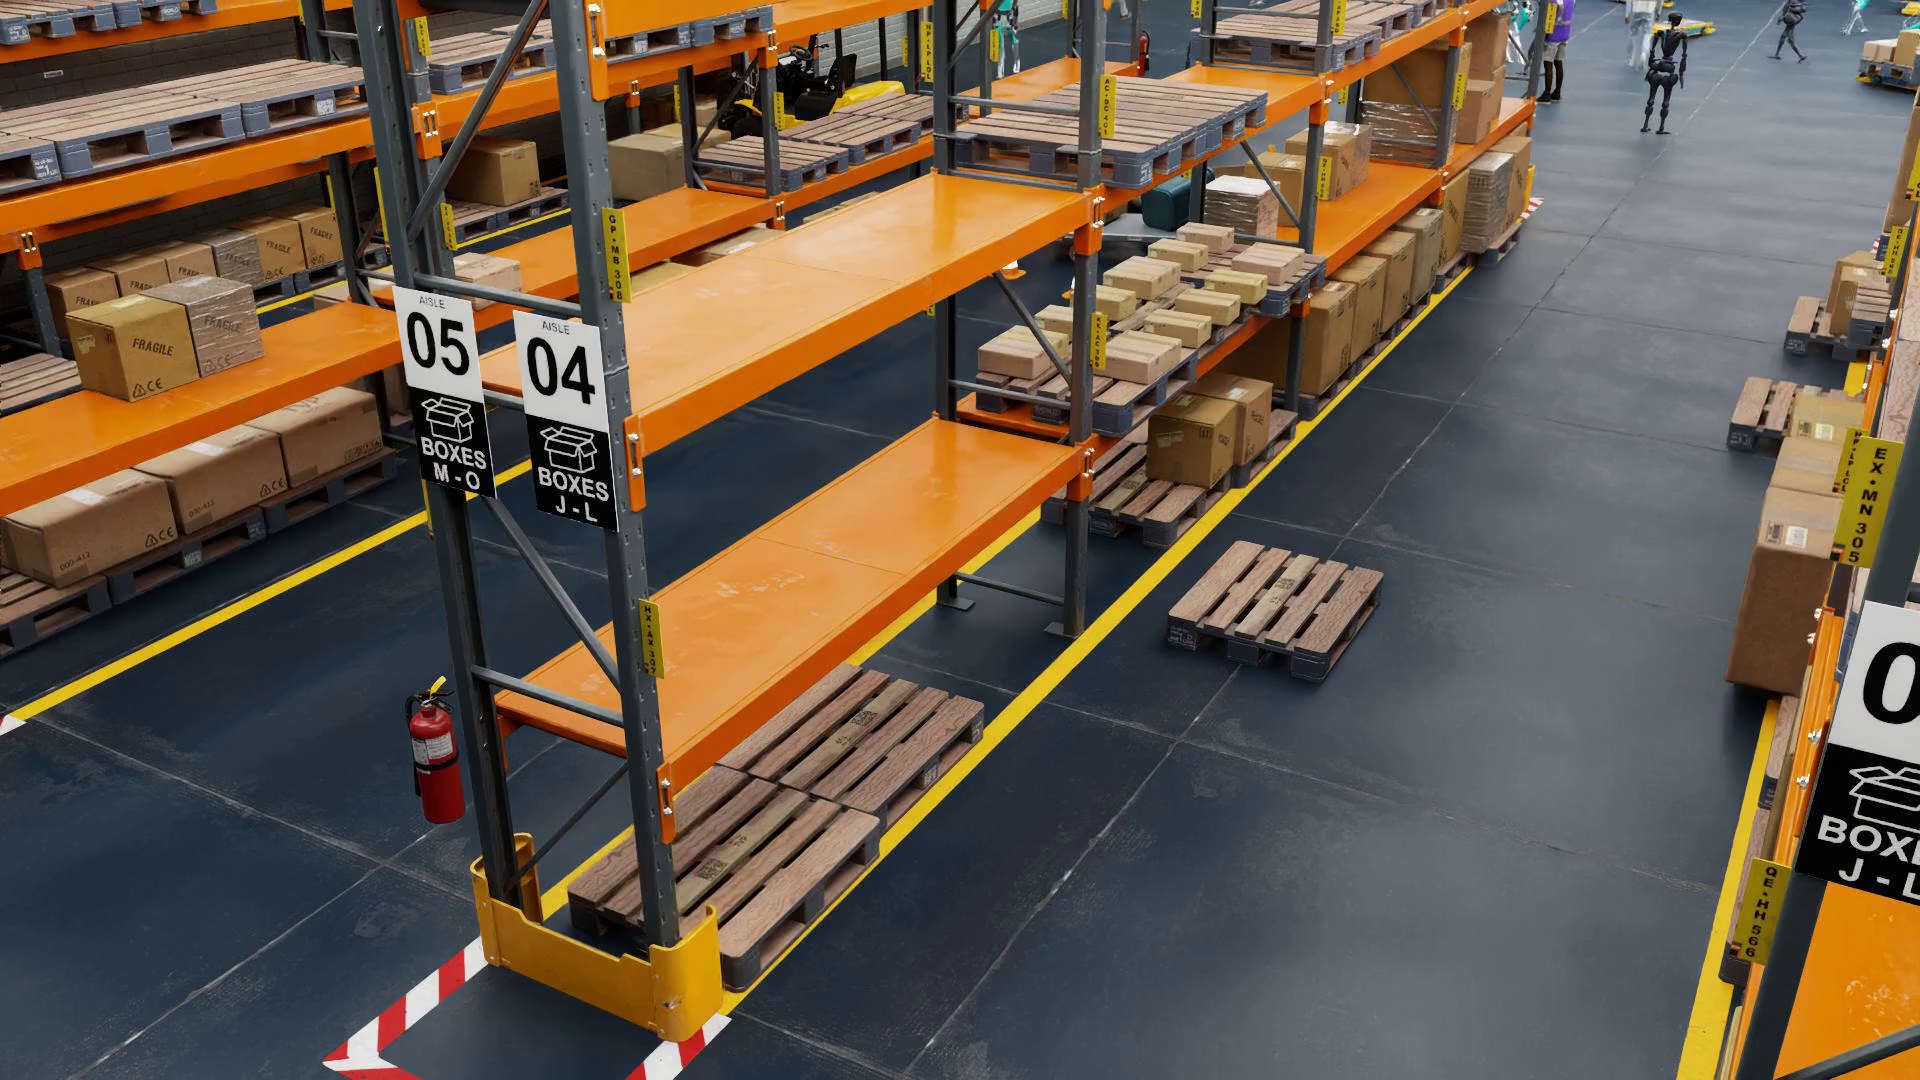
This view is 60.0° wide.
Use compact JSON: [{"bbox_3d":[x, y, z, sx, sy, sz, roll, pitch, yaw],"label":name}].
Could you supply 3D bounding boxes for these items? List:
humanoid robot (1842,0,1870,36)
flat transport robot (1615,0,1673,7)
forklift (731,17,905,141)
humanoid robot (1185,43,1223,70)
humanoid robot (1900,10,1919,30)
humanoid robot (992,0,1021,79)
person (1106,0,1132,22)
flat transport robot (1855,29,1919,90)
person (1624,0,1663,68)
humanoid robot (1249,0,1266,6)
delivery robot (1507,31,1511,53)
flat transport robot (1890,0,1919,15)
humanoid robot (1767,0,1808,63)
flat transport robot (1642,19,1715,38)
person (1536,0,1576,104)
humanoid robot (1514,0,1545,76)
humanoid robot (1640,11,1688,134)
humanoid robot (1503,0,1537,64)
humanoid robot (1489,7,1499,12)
[{"bbox_3d":[16.948,-10.335,31.233,0.934,1.832,0.534,-14,29,-26],"label":"humanoid robot"},{"bbox_3d":[14.330,-11.426,35.085,0.659,0.231,1.431,-6,26,-12],"label":"flat transport robot"},{"bbox_3d":[-1.819,-5.975,21.543,2.313,2.155,1.214,14,29,26],"label":"forklift"},{"bbox_3d":[3.322,-6.311,22.895,0.602,1.633,0.785,15,30,29],"label":"humanoid robot"},{"bbox_3d":[16.219,-8.849,28.089,0.658,1.845,0.539,23,34,40],"label":"humanoid robot"},{"bbox_3d":[0.803,-8.502,27.340,0.556,1.773,0.961,9,27,18],"label":"humanoid robot"},{"bbox_3d":[3.065,-11.172,32.680,0.659,1.881,0.967,17,30,31],"label":"person"},{"bbox_3d":[15.237,-7.367,26.651,0.659,0.231,1.431,-11,28,-22],"label":"flat transport robot"},{"bbox_3d":[11.496,-8.899,27.980,0.602,1.873,0.802,7,27,15],"label":"person"},{"bbox_3d":[6.249,-11.903,34.463,0.763,1.850,0.538,-3,26,-7],"label":"humanoid robot"},{"bbox_3d":[9.319,-8.755,29.225,0.816,0.612,0.499,-16,30,-29],"label":"delivery robot"},{"bbox_3d":[19.738,-10.908,34.008,0.659,0.231,1.431,17,31,32],"label":"flat transport robot"},{"bbox_3d":[14.381,-9.054,28.604,0.588,1.653,0.762,-19,32,-35],"label":"humanoid robot"},{"bbox_3d":[13.554,-9.622,31.335,1.431,0.231,0.659,-19,31,-33],"label":"flat transport robot"},{"bbox_3d":[9.042,-7.635,25.267,0.600,1.957,0.380,-20,32,-35],"label":"person"},{"bbox_3d":[9.535,-8.478,27.343,0.625,1.638,0.584,7,27,14],"label":"humanoid robot"},{"bbox_3d":[9.898,-6.579,23.372,0.315,1.657,0.599,-17,31,-31],"label":"humanoid robot"},{"bbox_3d":[9.514,-9.072,28.487,0.537,1.785,0.668,-7,26,-14],"label":"humanoid robot"},{"bbox_3d":[9.061,-8.994,28.308,0.703,1.773,0.540,13,29,25],"label":"humanoid robot"}]
